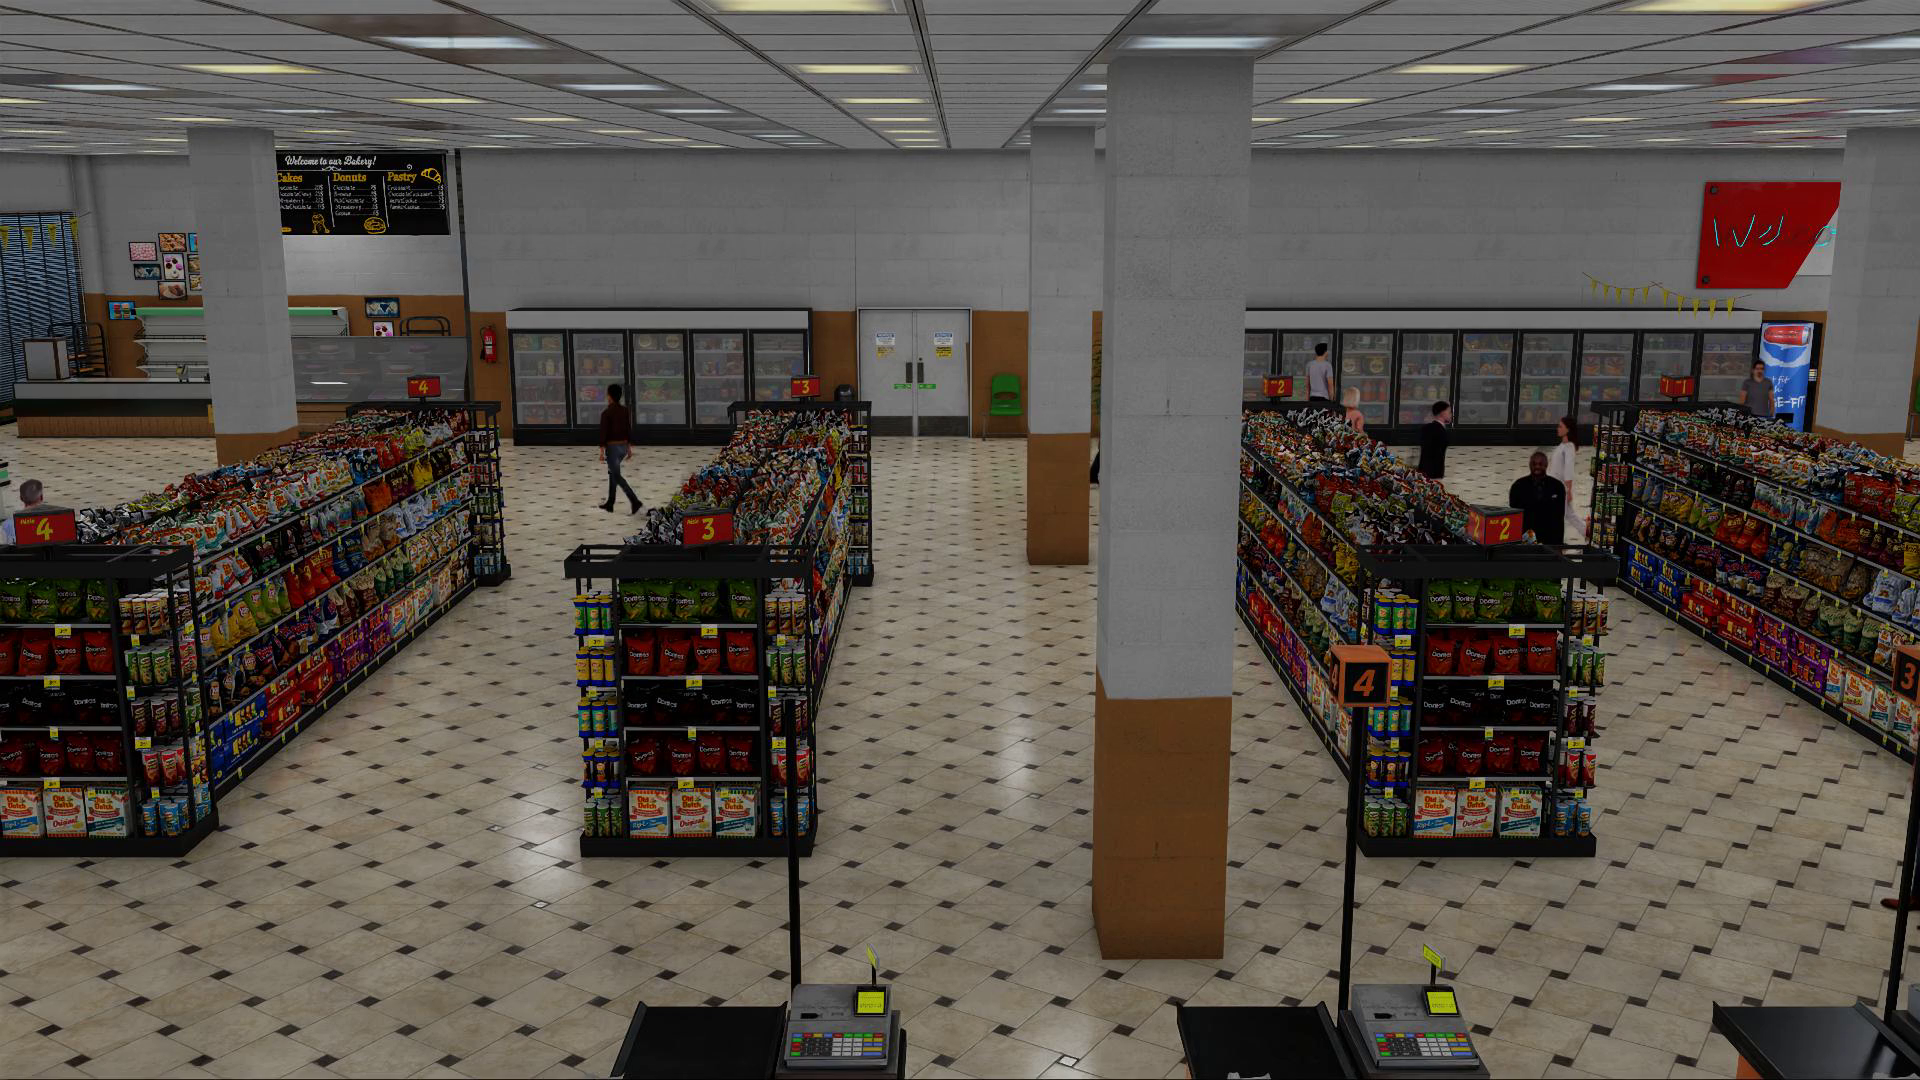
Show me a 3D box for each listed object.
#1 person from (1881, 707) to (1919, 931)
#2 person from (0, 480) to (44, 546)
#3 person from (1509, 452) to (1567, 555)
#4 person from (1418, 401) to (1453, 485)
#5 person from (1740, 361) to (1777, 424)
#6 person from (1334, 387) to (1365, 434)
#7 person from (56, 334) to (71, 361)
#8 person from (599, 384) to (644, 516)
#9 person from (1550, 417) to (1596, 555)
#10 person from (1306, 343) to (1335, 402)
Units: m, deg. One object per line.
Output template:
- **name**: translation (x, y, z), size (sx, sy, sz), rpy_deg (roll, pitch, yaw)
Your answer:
- **person**: translation (5.845, 1.392, 9.840), size (0.757, 1.831, 0.502), rpy_deg (-1, 12, -5)
- **person**: translation (-8.111, 0.408, 14.602), size (0.836, 1.794, 1.175), rpy_deg (-3, 12, -12)
- **person**: translation (5.692, 0.026, 16.399), size (0.876, 1.801, 1.106), rpy_deg (4, 12, 17)
- **person**: translation (5.663, -0.765, 20.105), size (0.762, 1.822, 0.633), rpy_deg (-2, 12, -8)
- **person**: translation (12.282, -1.889, 25.707), size (0.752, 1.713, 1.146), rpy_deg (2, 12, 9)
- **person**: translation (5.228, -1.207, 22.443), size (0.668, 1.724, 0.720), rpy_deg (11, 16, 42)
- **person**: translation (-16.381, -2.893, 30.411), size (0.666, 1.741, 0.514), rpy_deg (-2, 12, -11)
- **person**: translation (-4.538, -1.175, 22.232), size (1.130, 1.749, 1.158), rpy_deg (8, 15, 35)
- **person**: translation (7.254, -0.618, 19.805), size (0.839, 1.658, 1.061), rpy_deg (3, 12, 15)
- **person**: translation (5.904, -2.305, 27.321), size (0.793, 1.864, 0.727), rpy_deg (-11, 16, -43)
